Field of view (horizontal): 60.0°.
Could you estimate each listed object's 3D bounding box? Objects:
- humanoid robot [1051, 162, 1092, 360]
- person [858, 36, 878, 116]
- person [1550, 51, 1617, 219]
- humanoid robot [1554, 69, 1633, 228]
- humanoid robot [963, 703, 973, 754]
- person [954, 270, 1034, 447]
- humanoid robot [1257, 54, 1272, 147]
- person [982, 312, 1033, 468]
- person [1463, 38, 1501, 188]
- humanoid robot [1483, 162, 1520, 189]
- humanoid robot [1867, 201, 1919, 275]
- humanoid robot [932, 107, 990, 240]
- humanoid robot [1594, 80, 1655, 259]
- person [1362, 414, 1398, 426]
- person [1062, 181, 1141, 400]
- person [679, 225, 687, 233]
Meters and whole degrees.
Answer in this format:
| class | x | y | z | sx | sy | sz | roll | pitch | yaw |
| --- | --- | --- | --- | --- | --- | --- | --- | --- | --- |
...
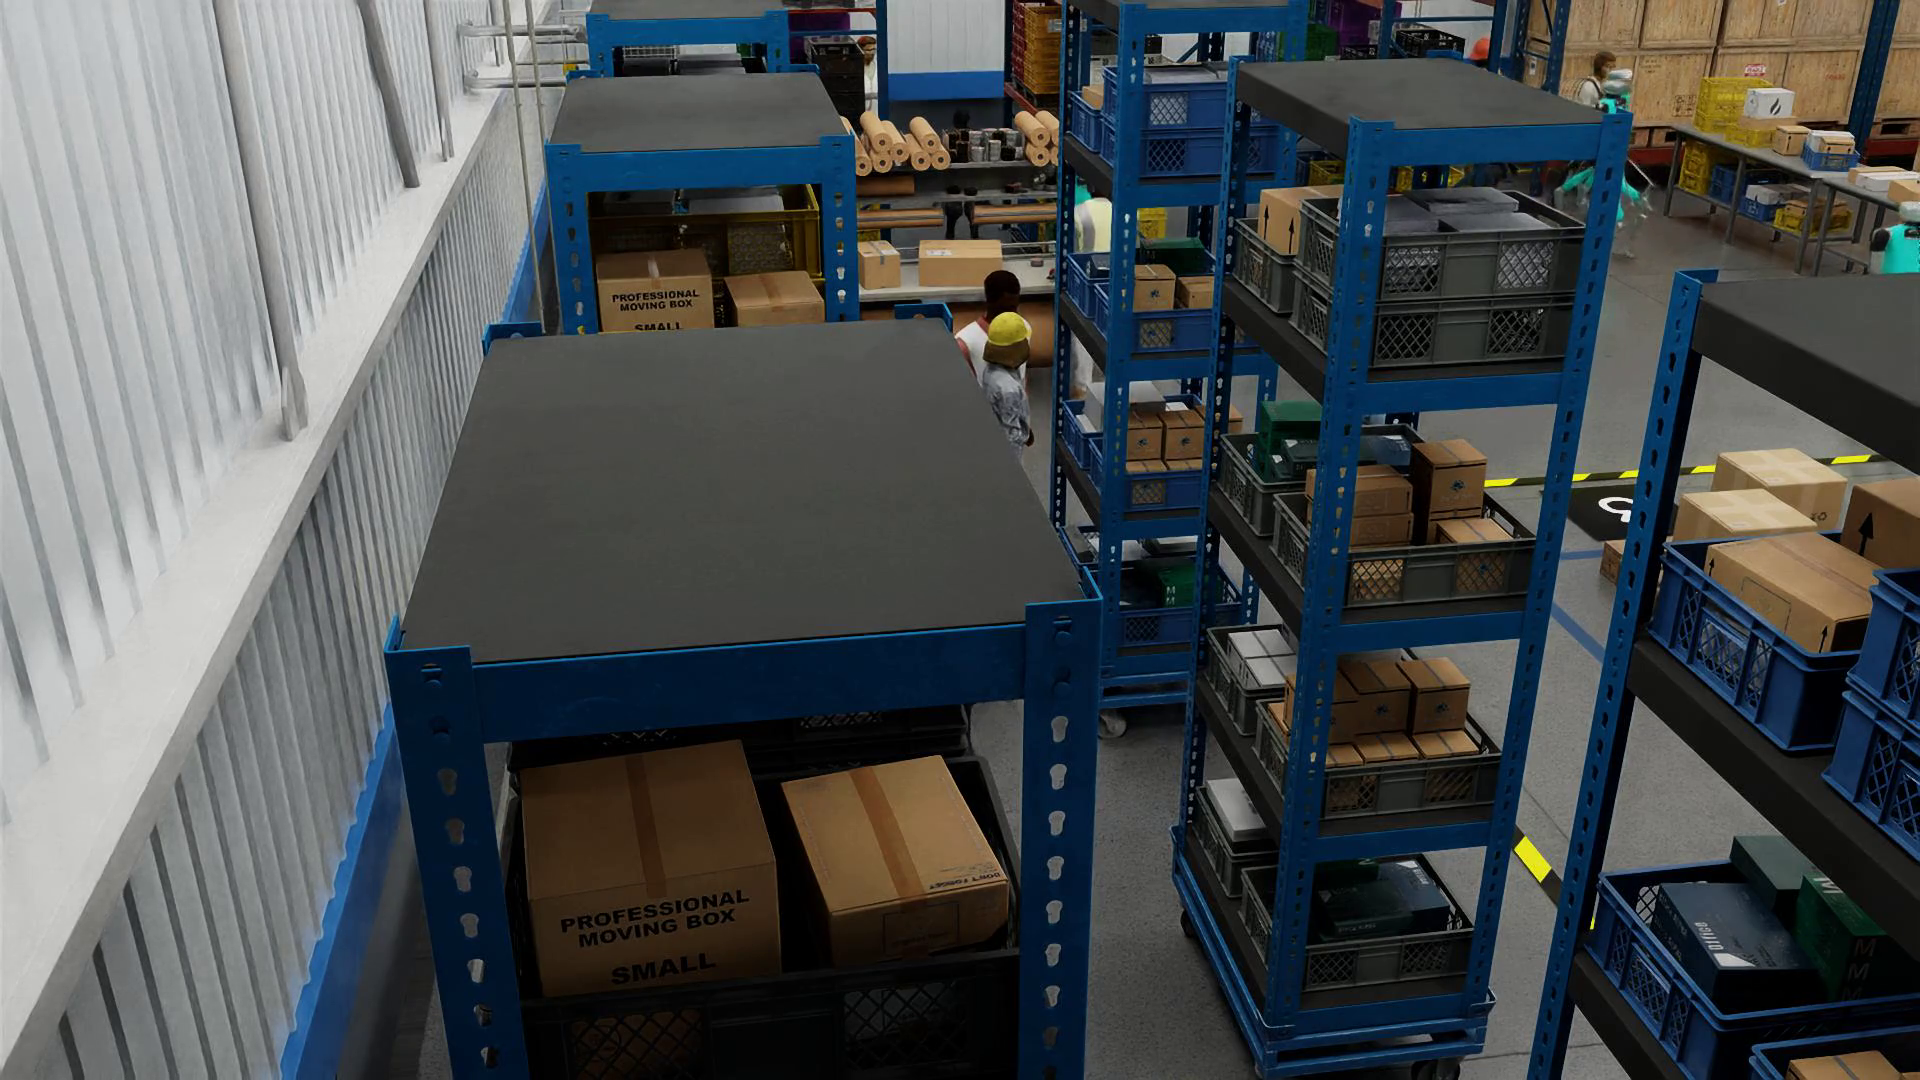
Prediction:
| class | x | y | z | sx | sy | sz | roll | pitch | yaw |
| --- | --- | --- | --- | --- | --- | --- | --- | --- | --- |
| humanoid robot | 1.088 | -2.147 | 13.247 | 0.578 | 1.786 | 0.818 | -10 | 27 | -21 |
| person | -1.076 | -4.731 | 18.710 | 0.566 | 1.836 | 0.385 | -19 | 31 | -35 |
| person | 6.806 | -4.290 | 17.774 | 0.832 | 1.805 | 0.494 | 10 | 27 | 21 |
| humanoid robot | 6.496 | -3.992 | 17.298 | 0.877 | 1.809 | 0.535 | 17 | 30 | 33 |
| humanoid robot | -0.093 | 0.559 | 7.436 | 0.615 | 1.632 | 0.696 | -5 | 25 | -10 |
| person | 0.195 | -0.654 | 9.751 | 0.392 | 1.915 | 0.587 | 21 | 32 | 38 |
| humanoid robot | 3.474 | -4.895 | 19.200 | 0.842 | 1.785 | 0.618 | -15 | 29 | -29 |
| person | 0.271 | -0.461 | 9.530 | 0.289 | 1.745 | 0.492 | -6 | 25 | -12 |
| person | 5.678 | -4.599 | 18.372 | 0.697 | 1.880 | 0.614 | 19 | 31 | 35 |
| humanoid robot | 5.487 | -3.868 | 17.096 | 0.599 | 1.652 | 0.765 | -20 | 31 | -37 |
| humanoid robot | 6.649 | -1.466 | 11.711 | 0.545 | 1.729 | 0.975 | 1 | 25 | 2 |
| humanoid robot | 0.039 | -3.247 | 15.719 | 0.588 | 1.641 | 0.740 | -9 | 26 | -19 |
| humanoid robot | 6.557 | -3.581 | 16.338 | 0.892 | 1.762 | 0.531 | 20 | 31 | 37 |
| person | 1.950 | 0.192 | 7.986 | 0.597 | 1.851 | 0.377 | -3 | 25 | -6 |
| person | 1.043 | -1.953 | 12.677 | 0.629 | 1.836 | 0.429 | -11 | 27 | -22 |
| person | -1.897 | -1.795 | 12.290 | 0.508 | 1.868 | 0.329 | 10 | 26 | 20 |
